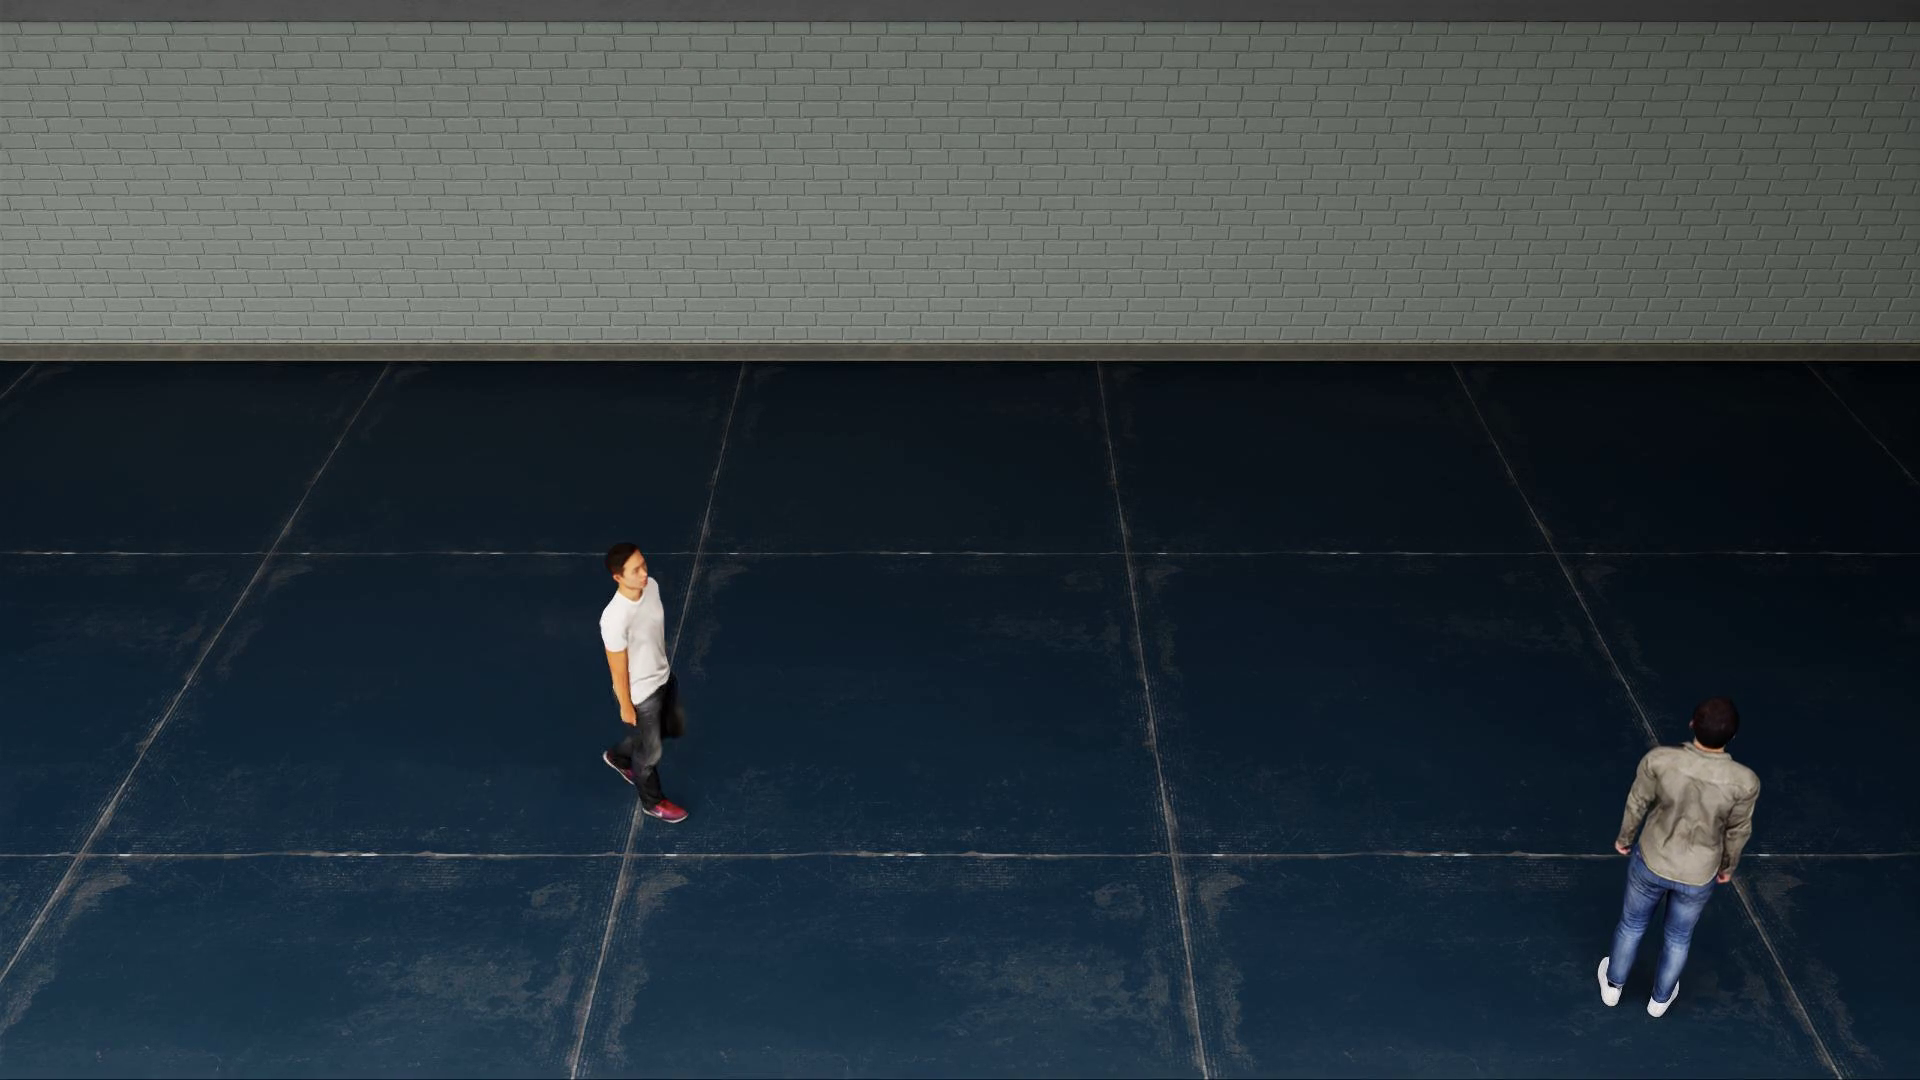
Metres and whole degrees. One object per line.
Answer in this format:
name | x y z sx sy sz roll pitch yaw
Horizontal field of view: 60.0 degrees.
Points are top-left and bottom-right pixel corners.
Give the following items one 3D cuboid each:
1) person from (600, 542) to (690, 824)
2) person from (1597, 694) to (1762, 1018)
person | -1.786 0.752 8.973 0.833 1.795 0.813 10 34 15
person | 3.337 1.497 7.761 0.778 1.868 0.735 13 35 20
